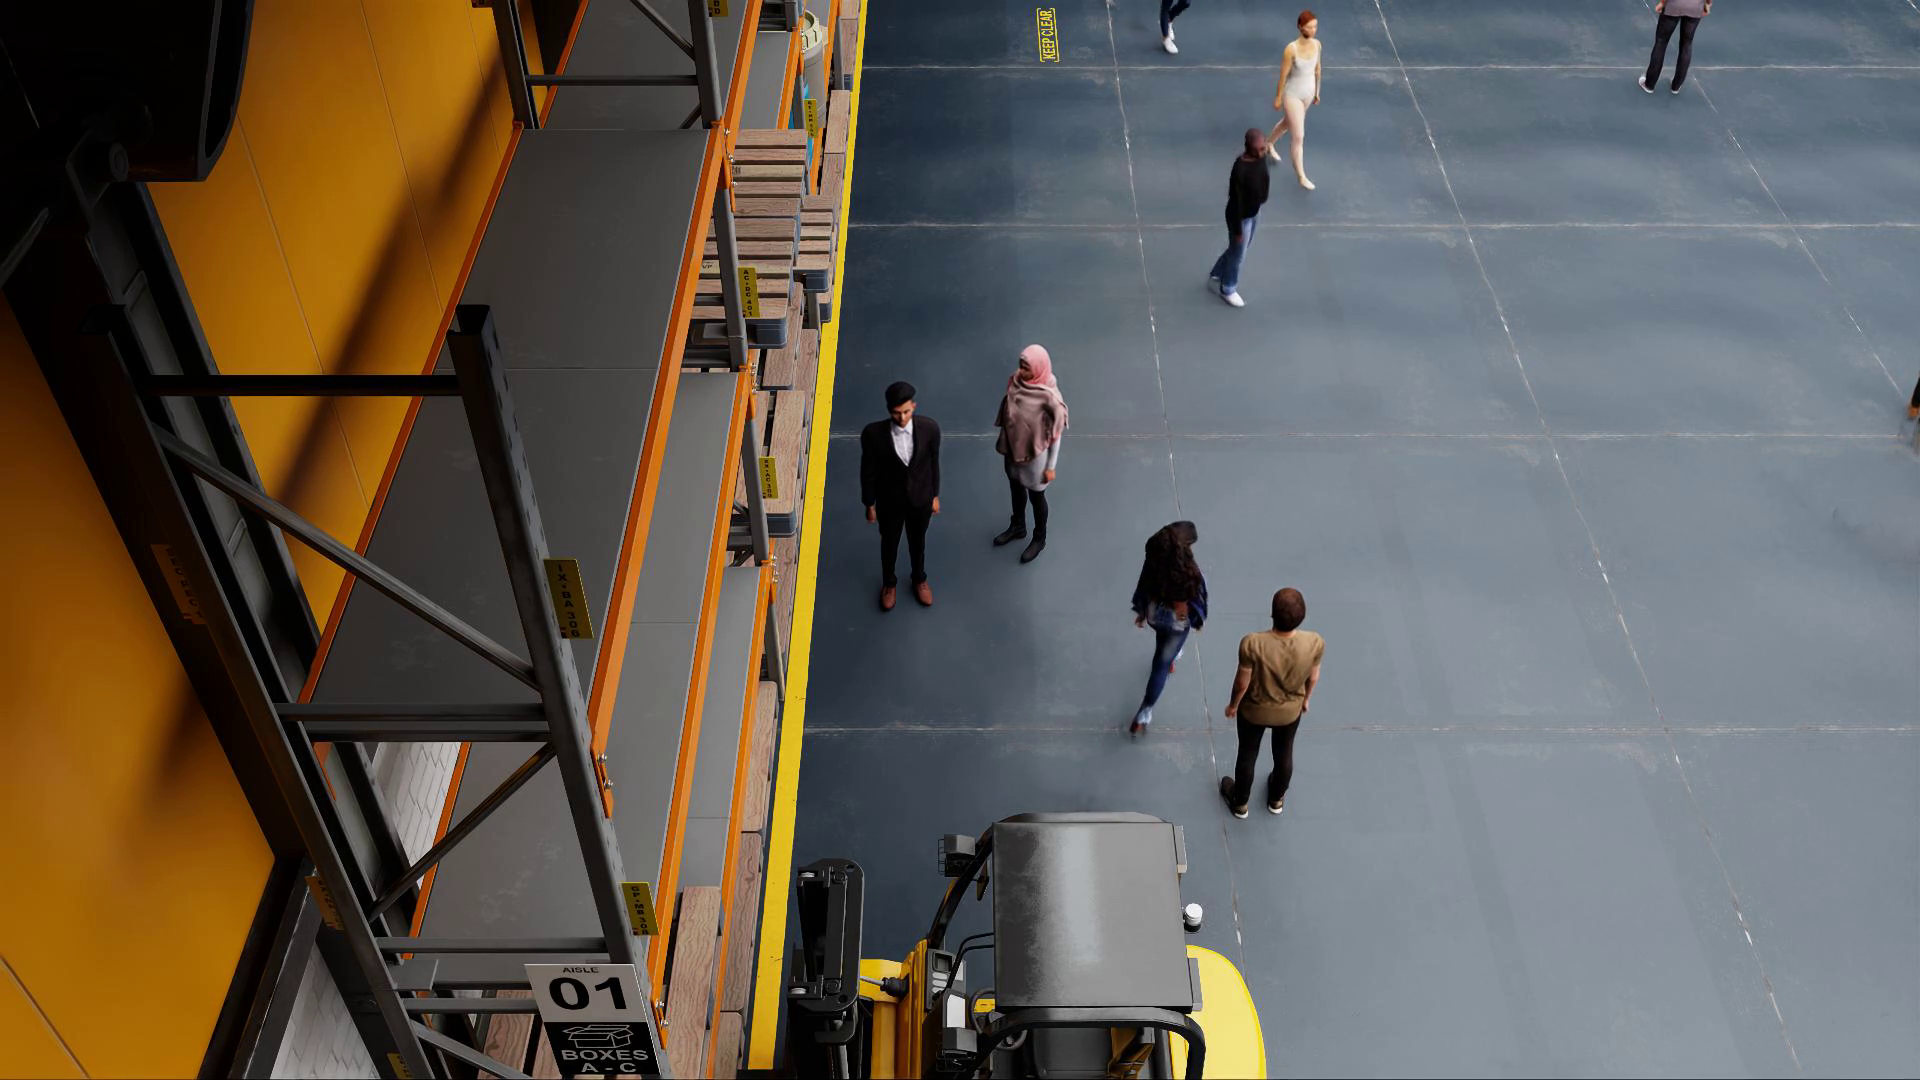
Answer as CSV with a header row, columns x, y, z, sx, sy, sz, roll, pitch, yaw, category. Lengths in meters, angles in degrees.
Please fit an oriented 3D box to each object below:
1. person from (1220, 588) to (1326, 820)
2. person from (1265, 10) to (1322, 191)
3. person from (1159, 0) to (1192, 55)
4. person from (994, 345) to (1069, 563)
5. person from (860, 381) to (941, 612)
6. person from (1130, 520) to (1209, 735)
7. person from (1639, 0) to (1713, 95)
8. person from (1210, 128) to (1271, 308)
x,y,z,sx,sy,sz,roll,pitch,yaw,category
1.847,0.980,9.871,0.673,1.851,0.578,-3,44,-3,person
3.082,-4.141,15.429,0.922,1.598,1.117,-22,48,-22,person
2.168,-5.924,17.180,0.740,1.766,0.787,-19,47,-19,person
0.480,-0.609,11.573,0.739,1.804,0.798,34,53,30,person
-0.383,-0.315,11.206,0.739,1.884,0.631,-8,44,-9,person
1.287,0.565,10.507,0.972,1.574,1.146,23,48,22,person
7.188,-5.318,16.482,0.701,1.851,0.587,6,44,6,person
2.346,-2.718,13.849,0.981,1.718,0.868,15,46,15,person
